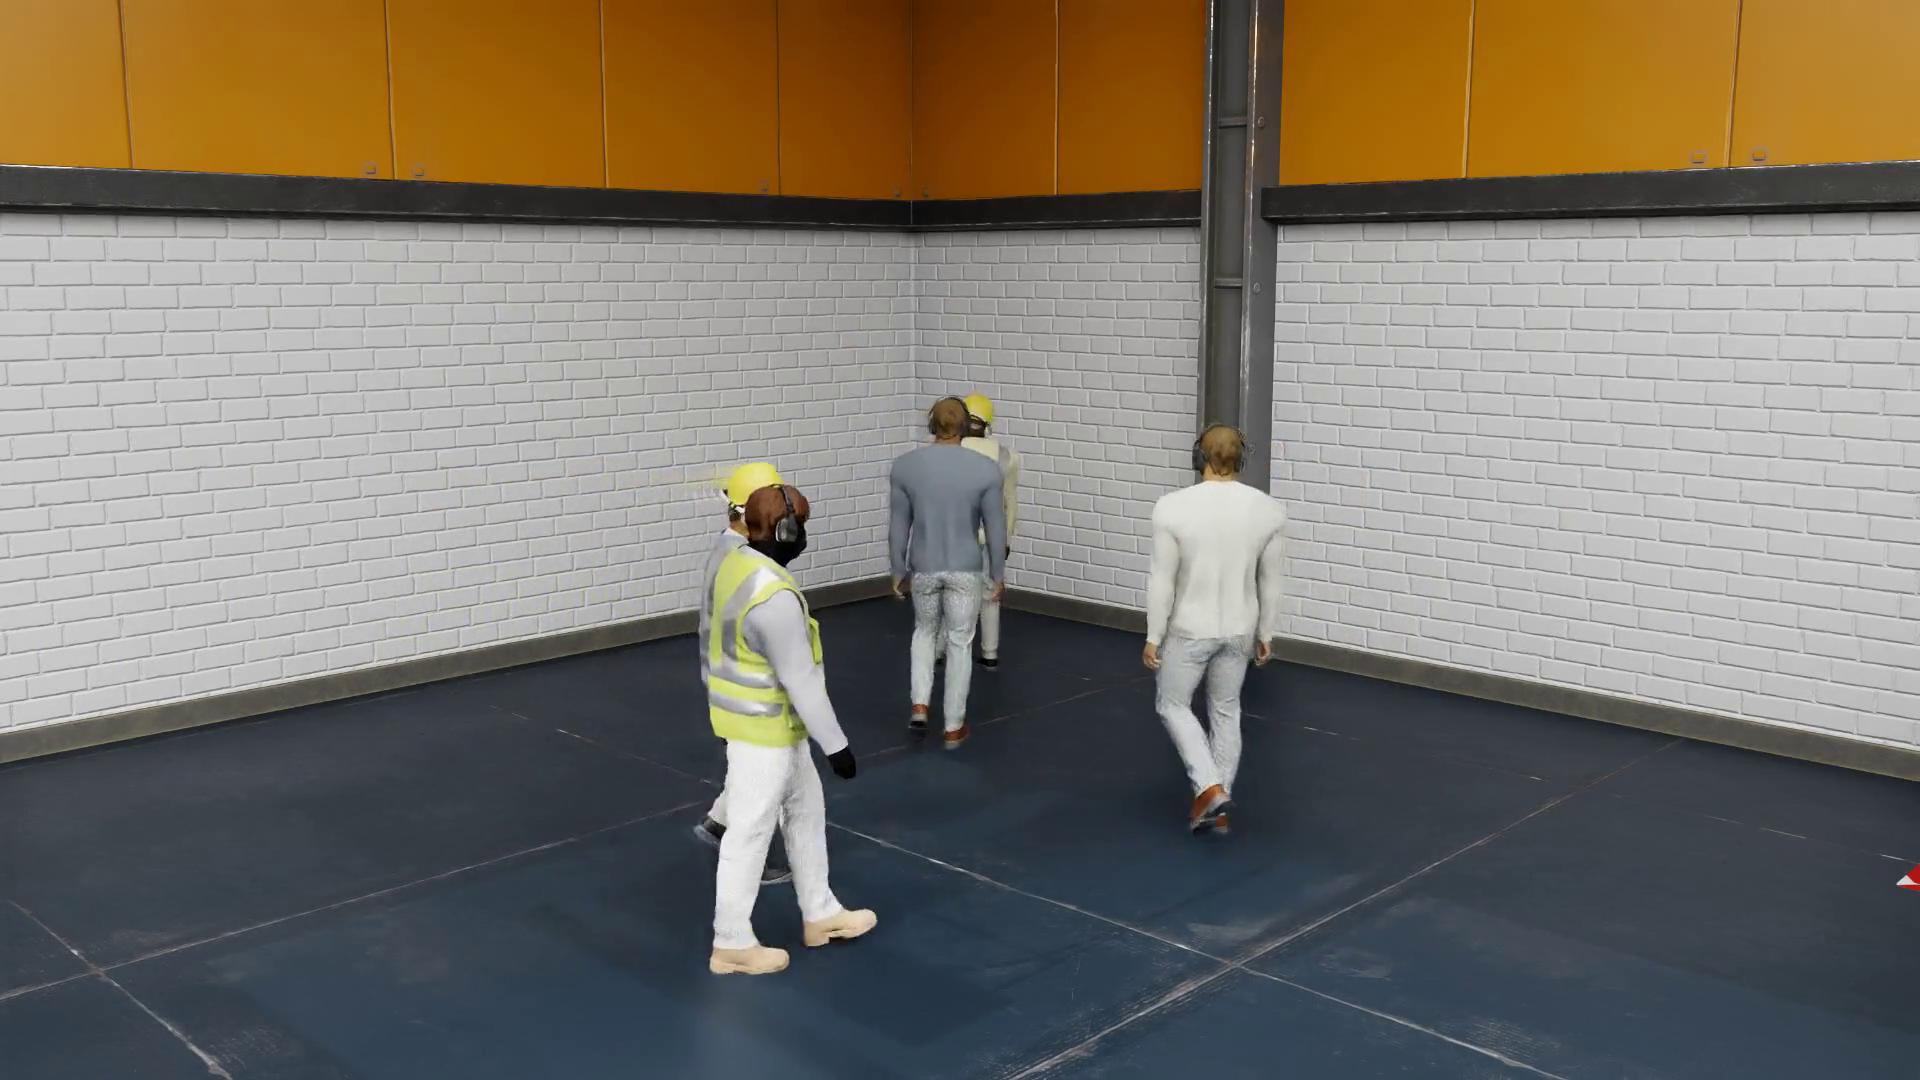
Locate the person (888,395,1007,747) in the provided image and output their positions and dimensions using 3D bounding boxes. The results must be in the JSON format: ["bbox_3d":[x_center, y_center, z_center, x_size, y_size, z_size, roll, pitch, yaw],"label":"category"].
[{"bbox_3d":[-0.060,0.173,9.118,0.646,1.926,0.450,2,9,12],"label":"person"}]

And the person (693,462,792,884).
[{"bbox_3d":[-0.882,0.574,7.002,0.415,1.816,0.599,0,9,-2],"label":"person"}]

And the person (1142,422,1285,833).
[{"bbox_3d":[1.157,0.423,7.573,0.650,1.923,0.493,-2,10,-15],"label":"person"}]

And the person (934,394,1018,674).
[{"bbox_3d":[0.068,-0.024,10.763,0.608,1.812,0.450,-1,9,-6],"label":"person"}]

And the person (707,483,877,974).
[{"bbox_3d":[-0.598,0.700,6.175,0.766,1.818,0.656,-2,9,-12],"label":"person"}]
